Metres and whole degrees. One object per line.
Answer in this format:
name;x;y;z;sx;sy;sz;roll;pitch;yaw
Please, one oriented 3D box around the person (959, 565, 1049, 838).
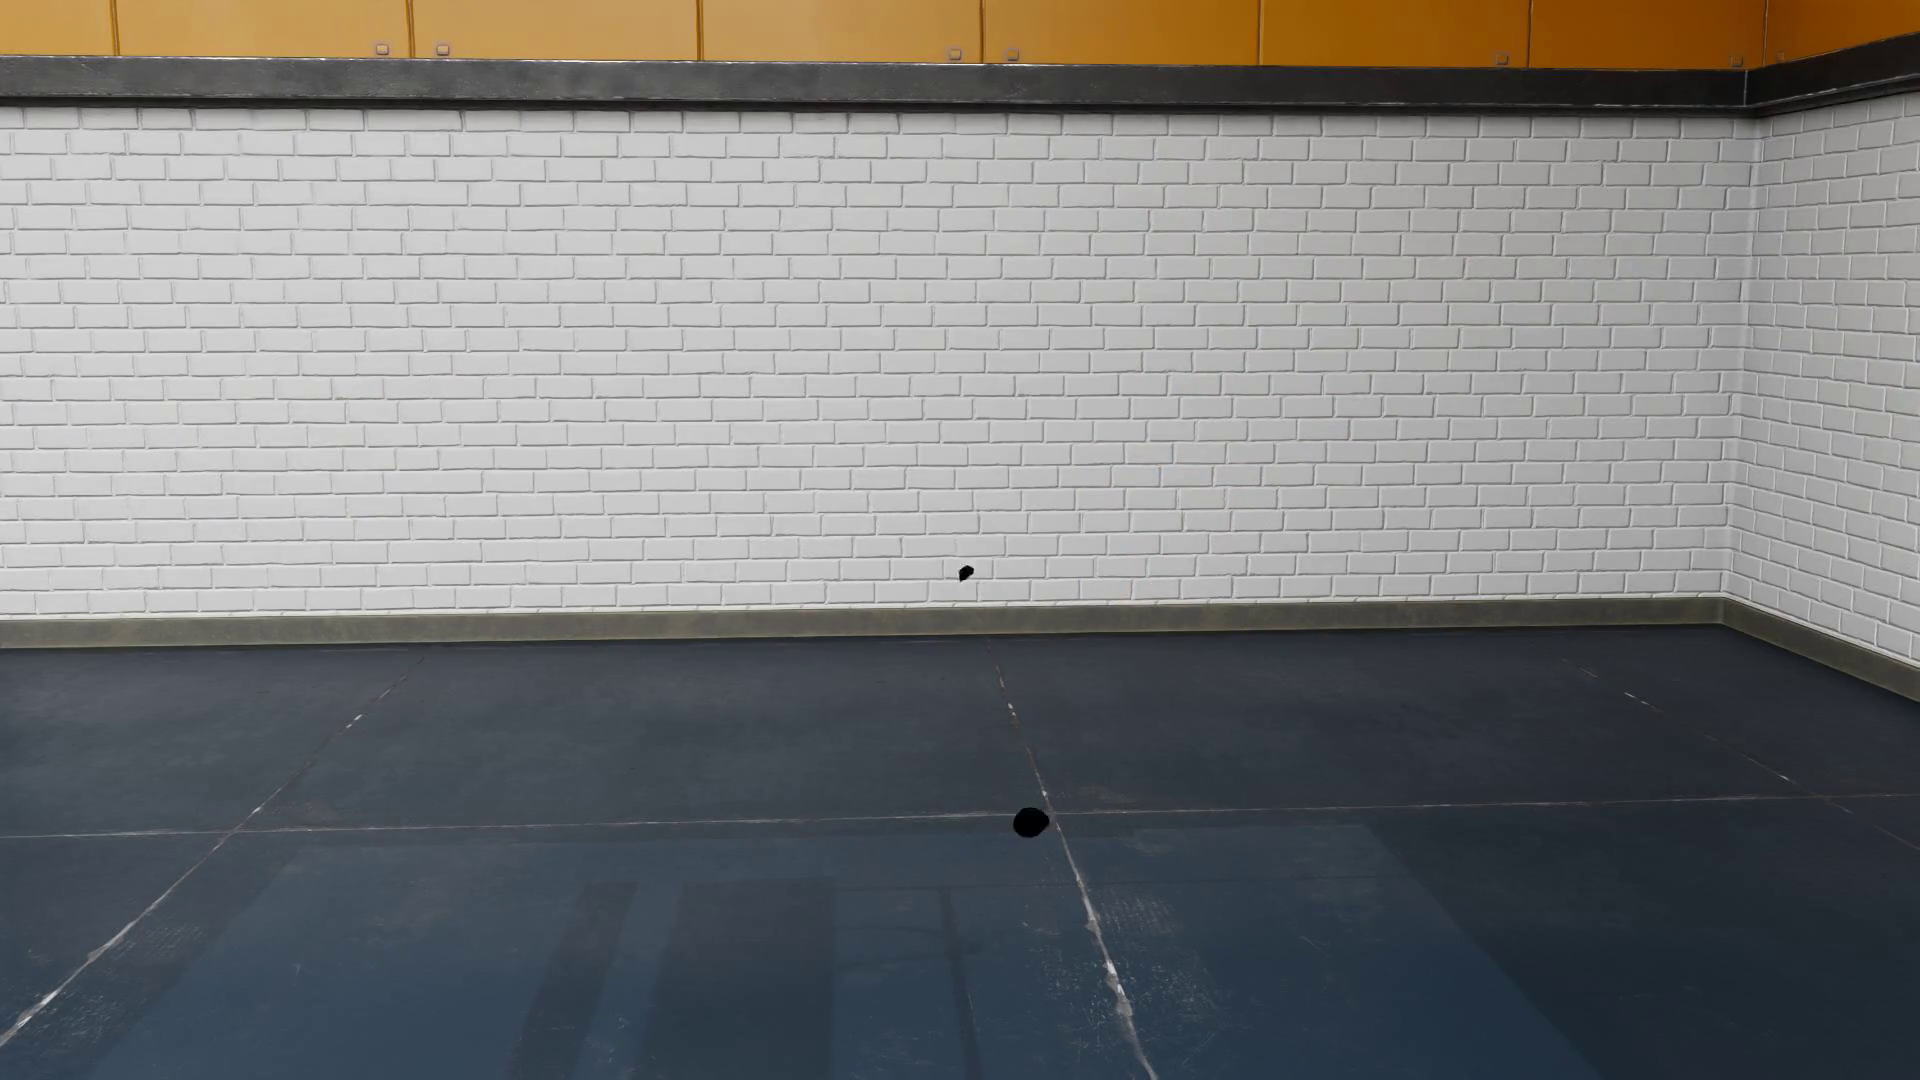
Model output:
person;0.114;0.904;0.999;0.644;1.933;0.740;2;9;10
